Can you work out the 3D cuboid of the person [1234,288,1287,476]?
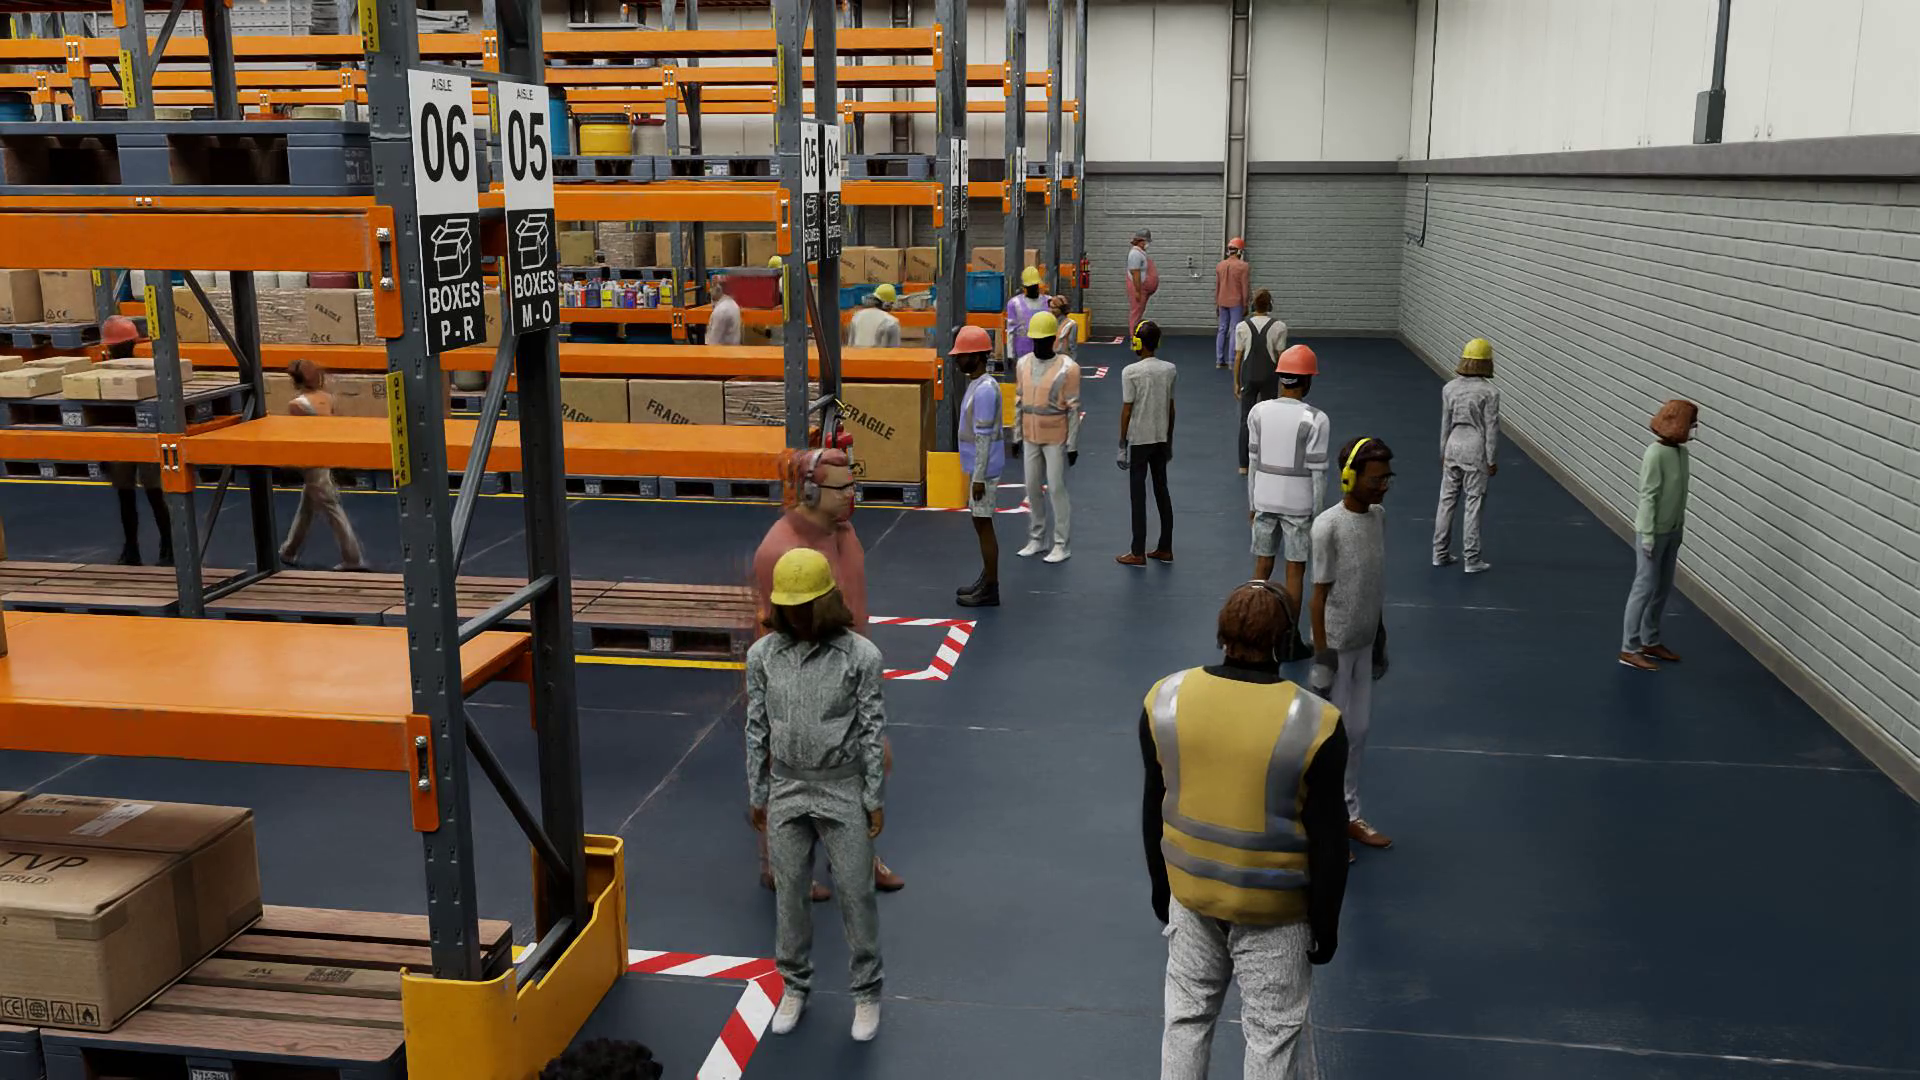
[{"bbox_3d":[2.925,-1.529,16.243,0.504,1.839,0.350,4,13,18],"label":"person"}]

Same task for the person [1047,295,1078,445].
[{"bbox_3d":[1.095,-1.859,18.196,0.317,1.631,0.523,-10,16,-39],"label":"person"}]

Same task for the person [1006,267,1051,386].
[{"bbox_3d":[0.821,-2.135,18.858,0.617,1.907,0.465,-3,13,-12],"label":"person"}]

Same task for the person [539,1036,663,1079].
[{"bbox_3d":[-0.616,1.588,2.579,0.818,1.654,0.537,-11,17,-41],"label":"person"}]

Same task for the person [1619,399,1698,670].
[{"bbox_3d":[4.216,-0.039,10.001,0.505,1.628,0.280,-12,17,-43],"label":"person"}]

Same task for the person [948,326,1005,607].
[{"bbox_3d":[0.112,-0.501,11.403,0.383,1.930,0.539,-1,13,-5],"label":"person"}]

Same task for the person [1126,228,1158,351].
[{"bbox_3d":[3.042,-4.188,27.778,0.535,2.000,0.674,2,13,9],"label":"person"}]

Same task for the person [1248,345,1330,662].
[{"bbox_3d":[2.005,-0.222,10.147,0.540,1.930,0.388,10,16,38],"label":"person"}]

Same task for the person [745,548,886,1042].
[{"bbox_3d":[-0.498,0.868,5.667,0.490,1.730,0.324,2,13,10],"label":"person"}]

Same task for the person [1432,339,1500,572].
[{"bbox_3d":[3.816,-0.637,12.451,0.337,1.735,0.484,-9,15,-36],"label":"person"}]

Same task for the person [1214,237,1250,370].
[{"bbox_3d":[4.132,-3.574,25.169,0.434,1.977,0.613,-11,17,-41],"label":"person"}]

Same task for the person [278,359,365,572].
[{"bbox_3d":[-4.840,-0.548,12.349,0.851,1.585,0.538,1,13,6],"label":"person"}]

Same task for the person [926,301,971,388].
[{"bbox_3d":[-0.167,-2.807,22.419,0.853,1.656,0.548,8,15,33],"label":"person"}]

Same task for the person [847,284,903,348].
[{"bbox_3d":[-0.881,-1.830,17.732,0.634,1.773,0.833,8,15,34],"label":"person"}]

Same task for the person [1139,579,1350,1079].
[{"bbox_3d":[0.816,1.012,4.784,0.625,1.835,0.429,8,15,32],"label":"person"}]

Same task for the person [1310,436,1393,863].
[{"bbox_3d":[1.688,0.471,7.175,0.521,1.857,0.343,-12,17,-43],"label":"person"}]

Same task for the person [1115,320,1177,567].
[{"bbox_3d":[1.410,-0.726,12.581,0.507,1.861,0.327,-8,15,-31],"label":"person"}]

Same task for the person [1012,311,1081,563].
[{"bbox_3d":[0.645,-0.787,12.713,0.598,1.920,0.397,11,16,40],"label":"person"}]

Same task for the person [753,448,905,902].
[{"bbox_3d":[-0.519,0.571,6.667,0.683,1.883,0.653,7,14,30],"label":"person"}]

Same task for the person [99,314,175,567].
[{"bbox_3d":[-6.099,-0.696,12.274,0.556,1.935,0.399,0,12,1],"label":"person"}]
